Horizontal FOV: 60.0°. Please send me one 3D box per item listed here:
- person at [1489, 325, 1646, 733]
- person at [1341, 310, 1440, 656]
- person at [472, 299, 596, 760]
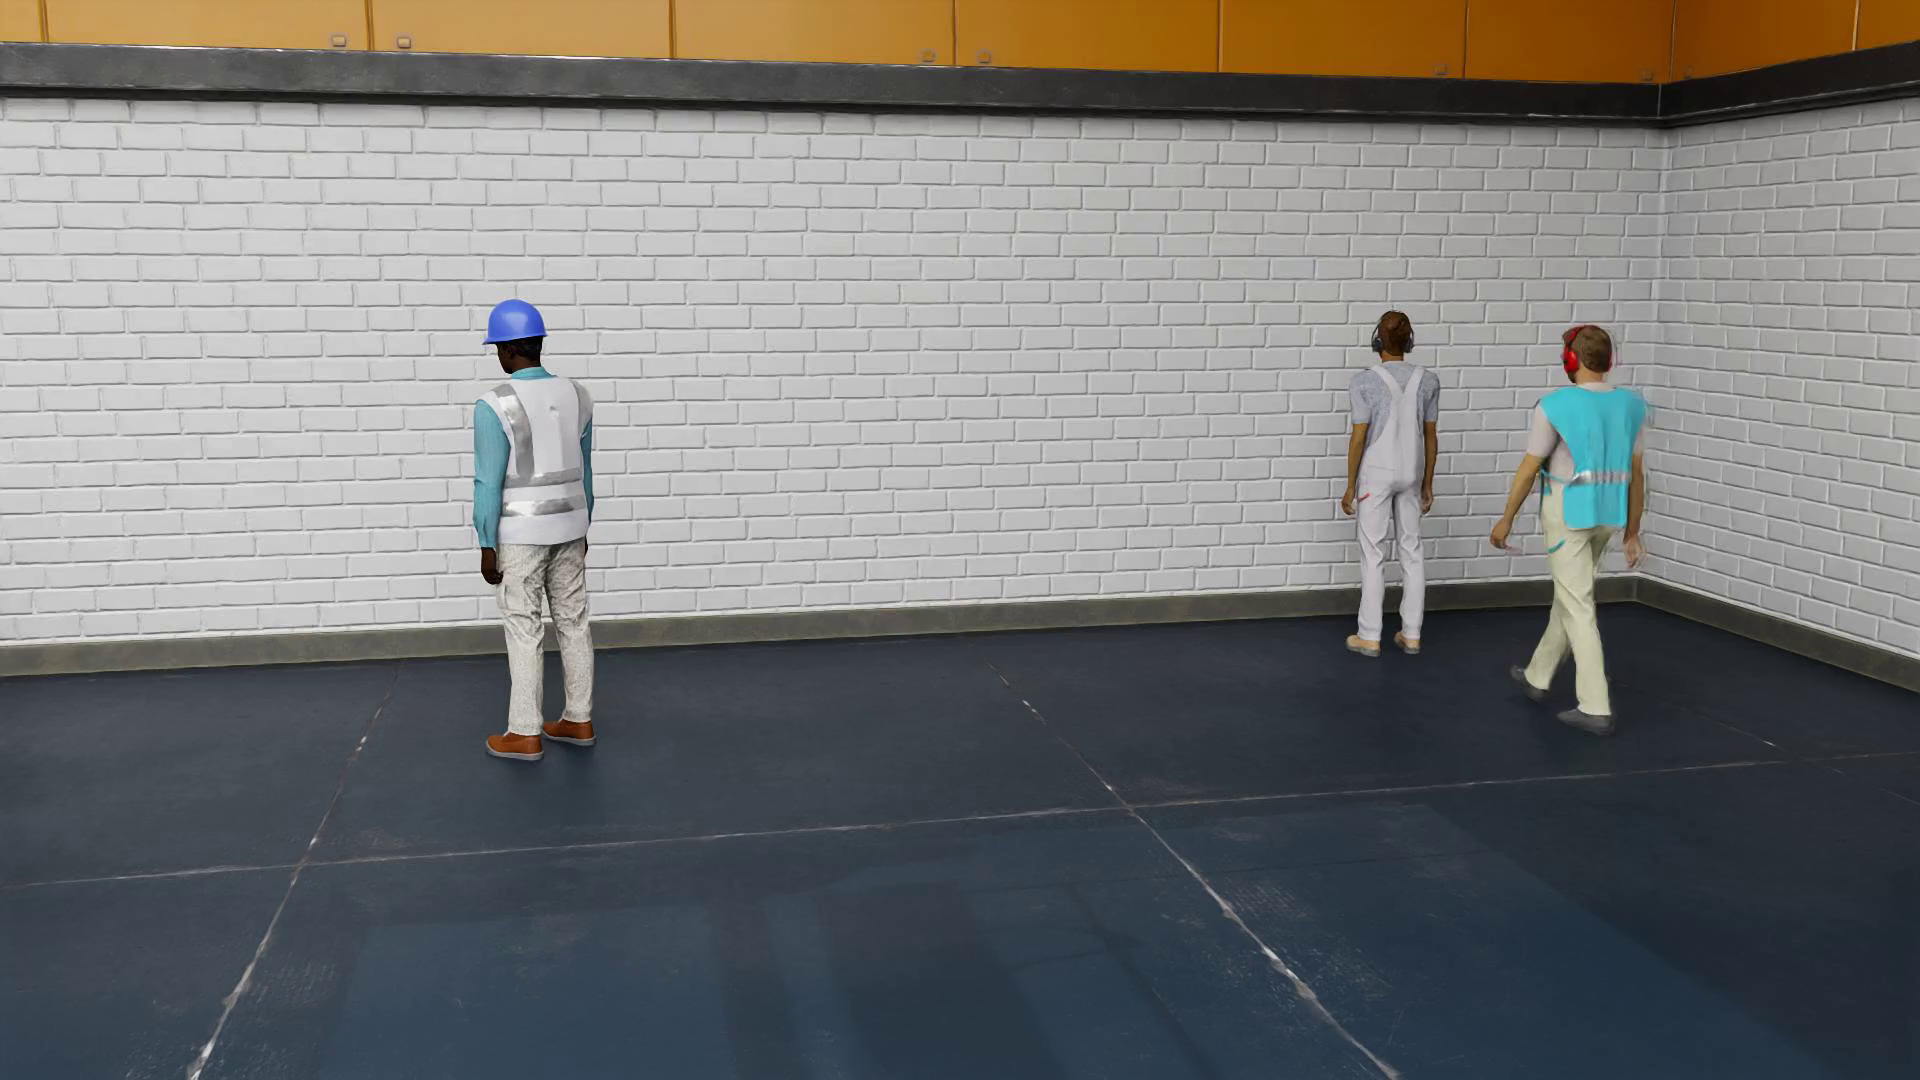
[{"bbox_3d":[2.768,-0.072,7.618,0.572,1.806,0.836,-4,10,-23],"label":"person"},{"bbox_3d":[2.294,-0.298,8.885,0.508,1.844,0.332,-2,9,-10],"label":"person"},{"bbox_3d":[-1.803,-0.040,7.041,0.416,1.939,0.604,7,11,35],"label":"person"}]
